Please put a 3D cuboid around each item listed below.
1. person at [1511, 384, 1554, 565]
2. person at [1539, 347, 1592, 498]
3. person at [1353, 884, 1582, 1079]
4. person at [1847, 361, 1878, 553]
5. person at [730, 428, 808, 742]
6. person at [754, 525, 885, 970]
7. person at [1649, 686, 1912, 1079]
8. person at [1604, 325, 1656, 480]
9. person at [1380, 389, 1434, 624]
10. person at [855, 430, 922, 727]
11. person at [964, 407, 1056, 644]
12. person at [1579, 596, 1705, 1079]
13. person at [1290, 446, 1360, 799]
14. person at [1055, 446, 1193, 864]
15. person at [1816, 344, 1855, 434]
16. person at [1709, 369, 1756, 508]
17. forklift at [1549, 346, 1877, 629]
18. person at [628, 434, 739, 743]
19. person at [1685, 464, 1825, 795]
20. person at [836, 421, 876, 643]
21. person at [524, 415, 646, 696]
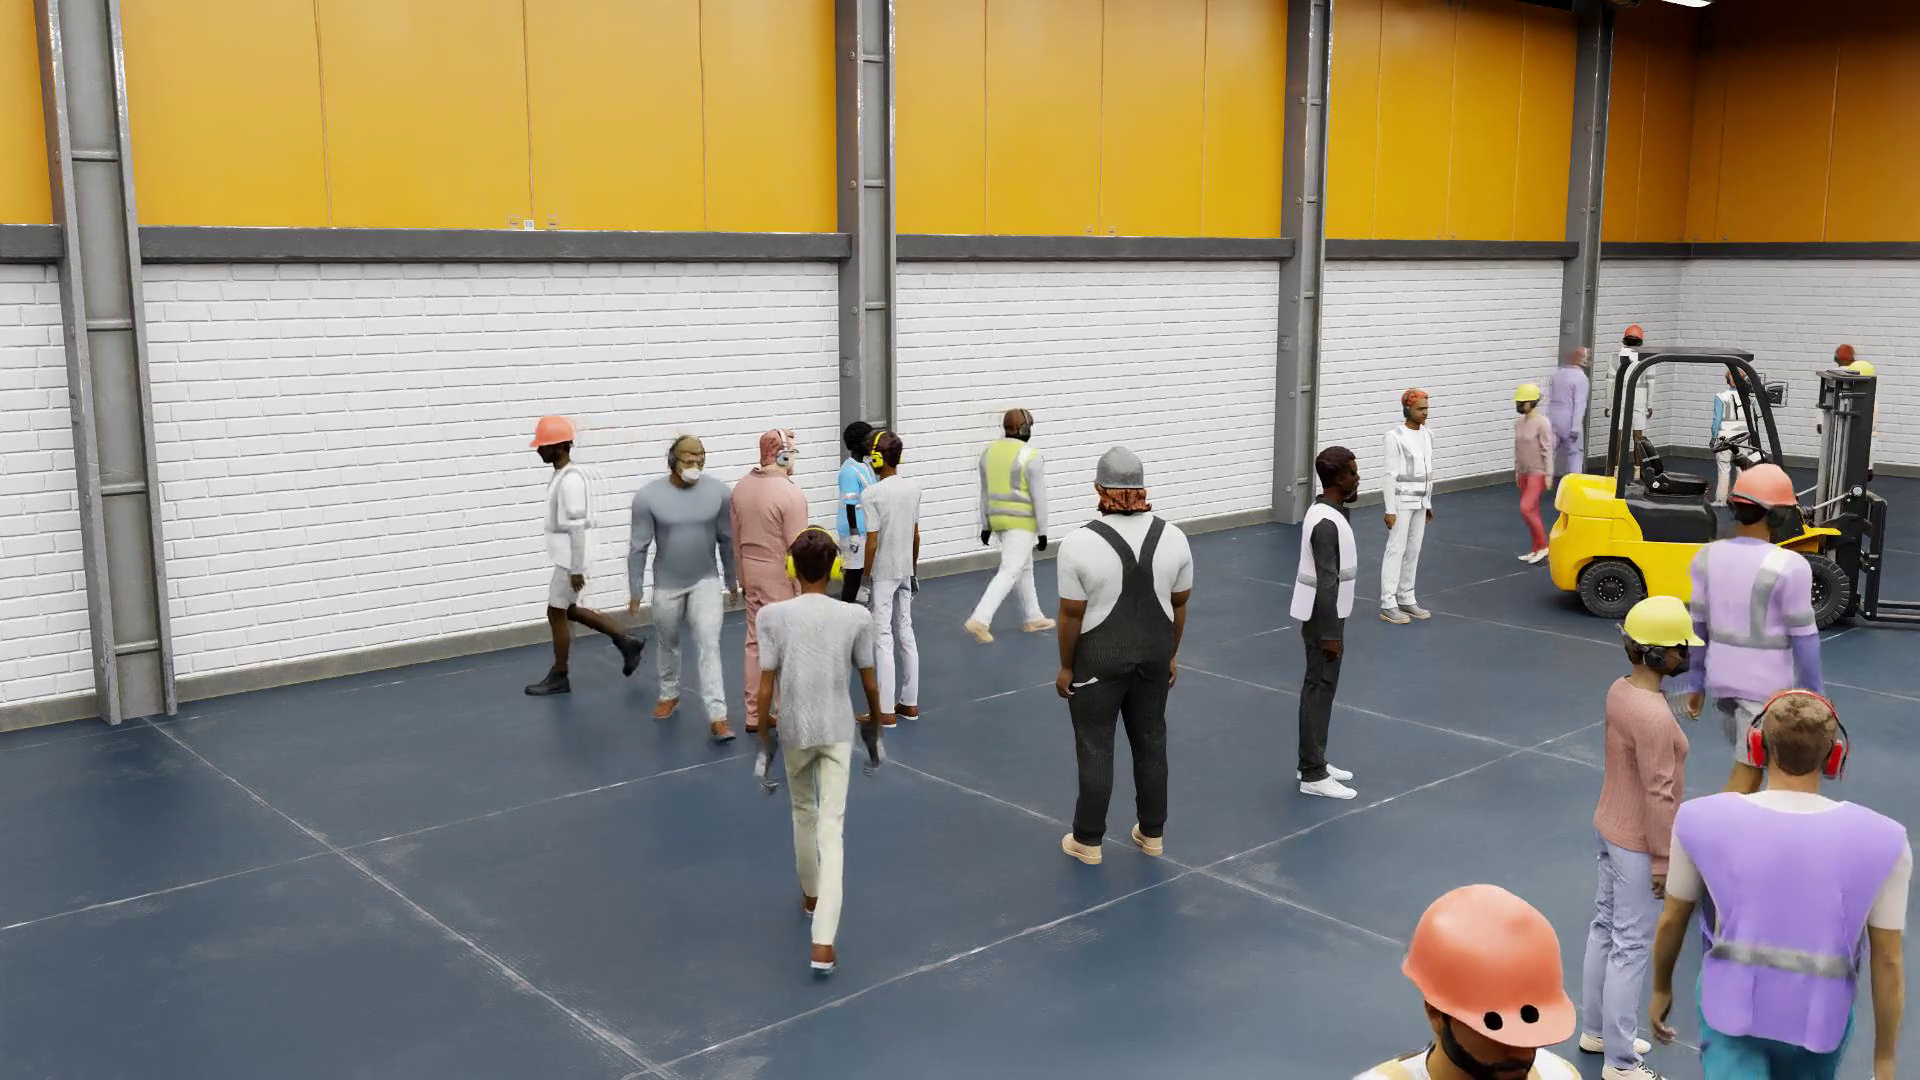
[{"bbox_3d":[5.471,-0.628,15.913,0.485,1.734,0.533,-2,10,-14],"label":"person"},{"bbox_3d":[7.295,-1.387,20.064,0.716,1.858,0.654,-3,10,-16],"label":"person"},{"bbox_3d":[0.853,1.510,2.850,0.561,1.929,0.414,-4,10,-22],"label":"person"},{"bbox_3d":[8.716,-0.789,16.292,0.387,1.927,0.589,-3,10,-17],"label":"person"},{"bbox_3d":[-1.108,0.268,10.170,0.402,1.904,0.652,-9,14,-44],"label":"person"},{"bbox_3d":[-0.593,0.843,7.078,0.544,1.822,0.995,0,10,-3],"label":"person"},{"bbox_3d":[2.214,1.276,4.567,0.593,1.794,0.952,4,10,20],"label":"person"},{"bbox_3d":[8.804,-1.802,21.881,0.605,2.045,0.387,4,10,22],"label":"person"},{"bbox_3d":[3.621,-0.275,13.414,0.586,1.879,0.341,-8,13,-40],"label":"person"},{"bbox_3d":[-0.452,0.242,10.437,0.328,1.868,0.509,8,13,40],"label":"person"},{"bbox_3d":[0.381,-0.118,12.769,0.957,1.801,0.633,-8,13,-39],"label":"person"},{"bbox_3d":[2.423,1.065,5.909,0.312,1.769,0.525,1,10,5],"label":"person"},{"bbox_3d":[2.008,0.438,9.126,0.390,1.921,0.591,2,10,10],"label":"person"},{"bbox_3d":[0.749,0.551,8.113,0.684,2.000,0.538,-3,10,-19],"label":"person"},{"bbox_3d":[10.940,-1.491,20.613,0.580,1.864,0.721,1,10,8],"label":"person"},{"bbox_3d":[9.029,-1.185,19.451,0.520,1.639,0.312,-1,10,-5],"label":"person"},{"bbox_3d":[6.109,-0.478,13.691,2.313,2.155,1.214,3,10,16],"label":"forklift"},{"bbox_3d":[-1.693,0.273,10.227,0.672,1.877,1.015,-3,10,-15],"label":"person"},{"bbox_3d":[3.631,0.647,7.651,0.810,2.022,0.614,-3,10,-19],"label":"person"},{"bbox_3d":[-0.777,-0.064,12.715,0.318,1.698,0.534,1,10,8],"label":"person"},{"bbox_3d":[-2.536,0.101,11.139,0.747,1.909,0.559,-3,10,-17],"label":"person"}]
